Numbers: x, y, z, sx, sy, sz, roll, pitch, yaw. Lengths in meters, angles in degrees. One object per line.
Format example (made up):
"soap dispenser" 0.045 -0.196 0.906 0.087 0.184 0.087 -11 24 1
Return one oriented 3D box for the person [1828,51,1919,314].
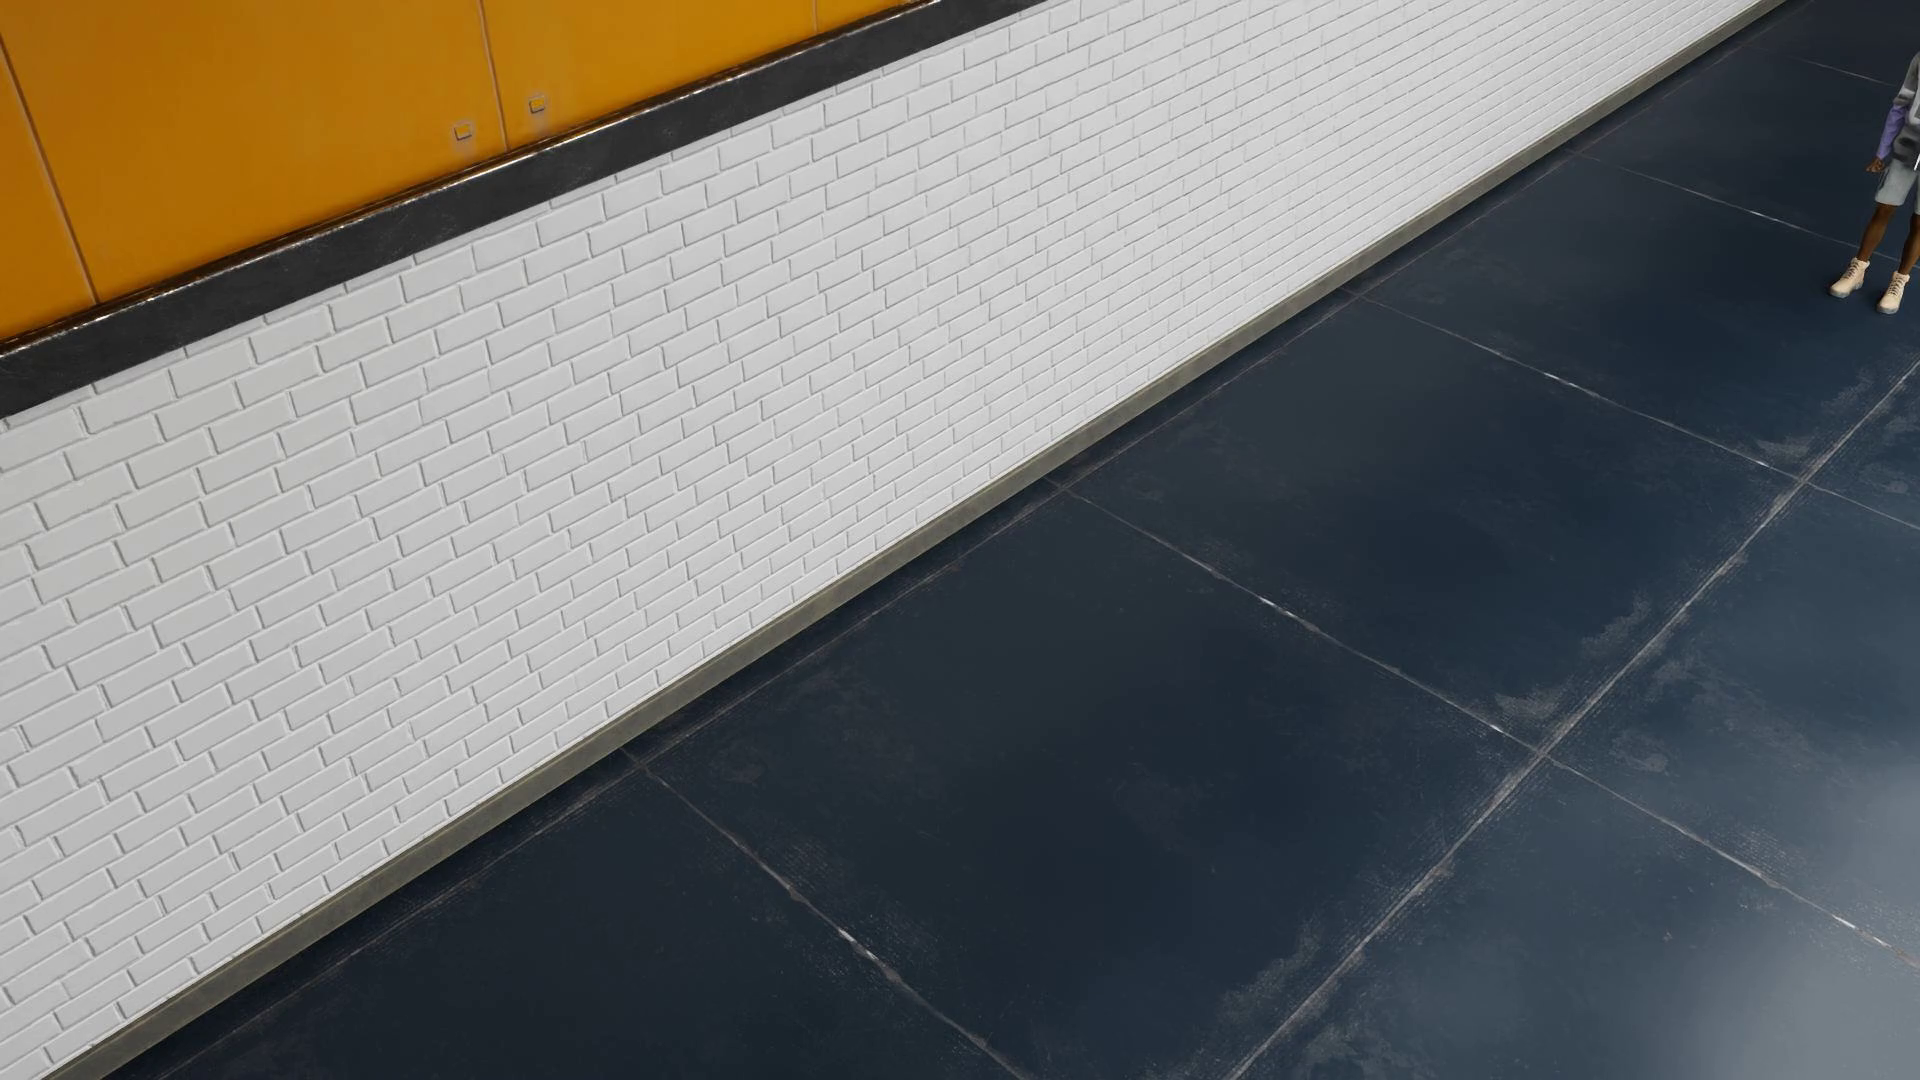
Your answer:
"person" 6.098 -2.406 10.511 0.604 2.043 0.372 31 48 33
